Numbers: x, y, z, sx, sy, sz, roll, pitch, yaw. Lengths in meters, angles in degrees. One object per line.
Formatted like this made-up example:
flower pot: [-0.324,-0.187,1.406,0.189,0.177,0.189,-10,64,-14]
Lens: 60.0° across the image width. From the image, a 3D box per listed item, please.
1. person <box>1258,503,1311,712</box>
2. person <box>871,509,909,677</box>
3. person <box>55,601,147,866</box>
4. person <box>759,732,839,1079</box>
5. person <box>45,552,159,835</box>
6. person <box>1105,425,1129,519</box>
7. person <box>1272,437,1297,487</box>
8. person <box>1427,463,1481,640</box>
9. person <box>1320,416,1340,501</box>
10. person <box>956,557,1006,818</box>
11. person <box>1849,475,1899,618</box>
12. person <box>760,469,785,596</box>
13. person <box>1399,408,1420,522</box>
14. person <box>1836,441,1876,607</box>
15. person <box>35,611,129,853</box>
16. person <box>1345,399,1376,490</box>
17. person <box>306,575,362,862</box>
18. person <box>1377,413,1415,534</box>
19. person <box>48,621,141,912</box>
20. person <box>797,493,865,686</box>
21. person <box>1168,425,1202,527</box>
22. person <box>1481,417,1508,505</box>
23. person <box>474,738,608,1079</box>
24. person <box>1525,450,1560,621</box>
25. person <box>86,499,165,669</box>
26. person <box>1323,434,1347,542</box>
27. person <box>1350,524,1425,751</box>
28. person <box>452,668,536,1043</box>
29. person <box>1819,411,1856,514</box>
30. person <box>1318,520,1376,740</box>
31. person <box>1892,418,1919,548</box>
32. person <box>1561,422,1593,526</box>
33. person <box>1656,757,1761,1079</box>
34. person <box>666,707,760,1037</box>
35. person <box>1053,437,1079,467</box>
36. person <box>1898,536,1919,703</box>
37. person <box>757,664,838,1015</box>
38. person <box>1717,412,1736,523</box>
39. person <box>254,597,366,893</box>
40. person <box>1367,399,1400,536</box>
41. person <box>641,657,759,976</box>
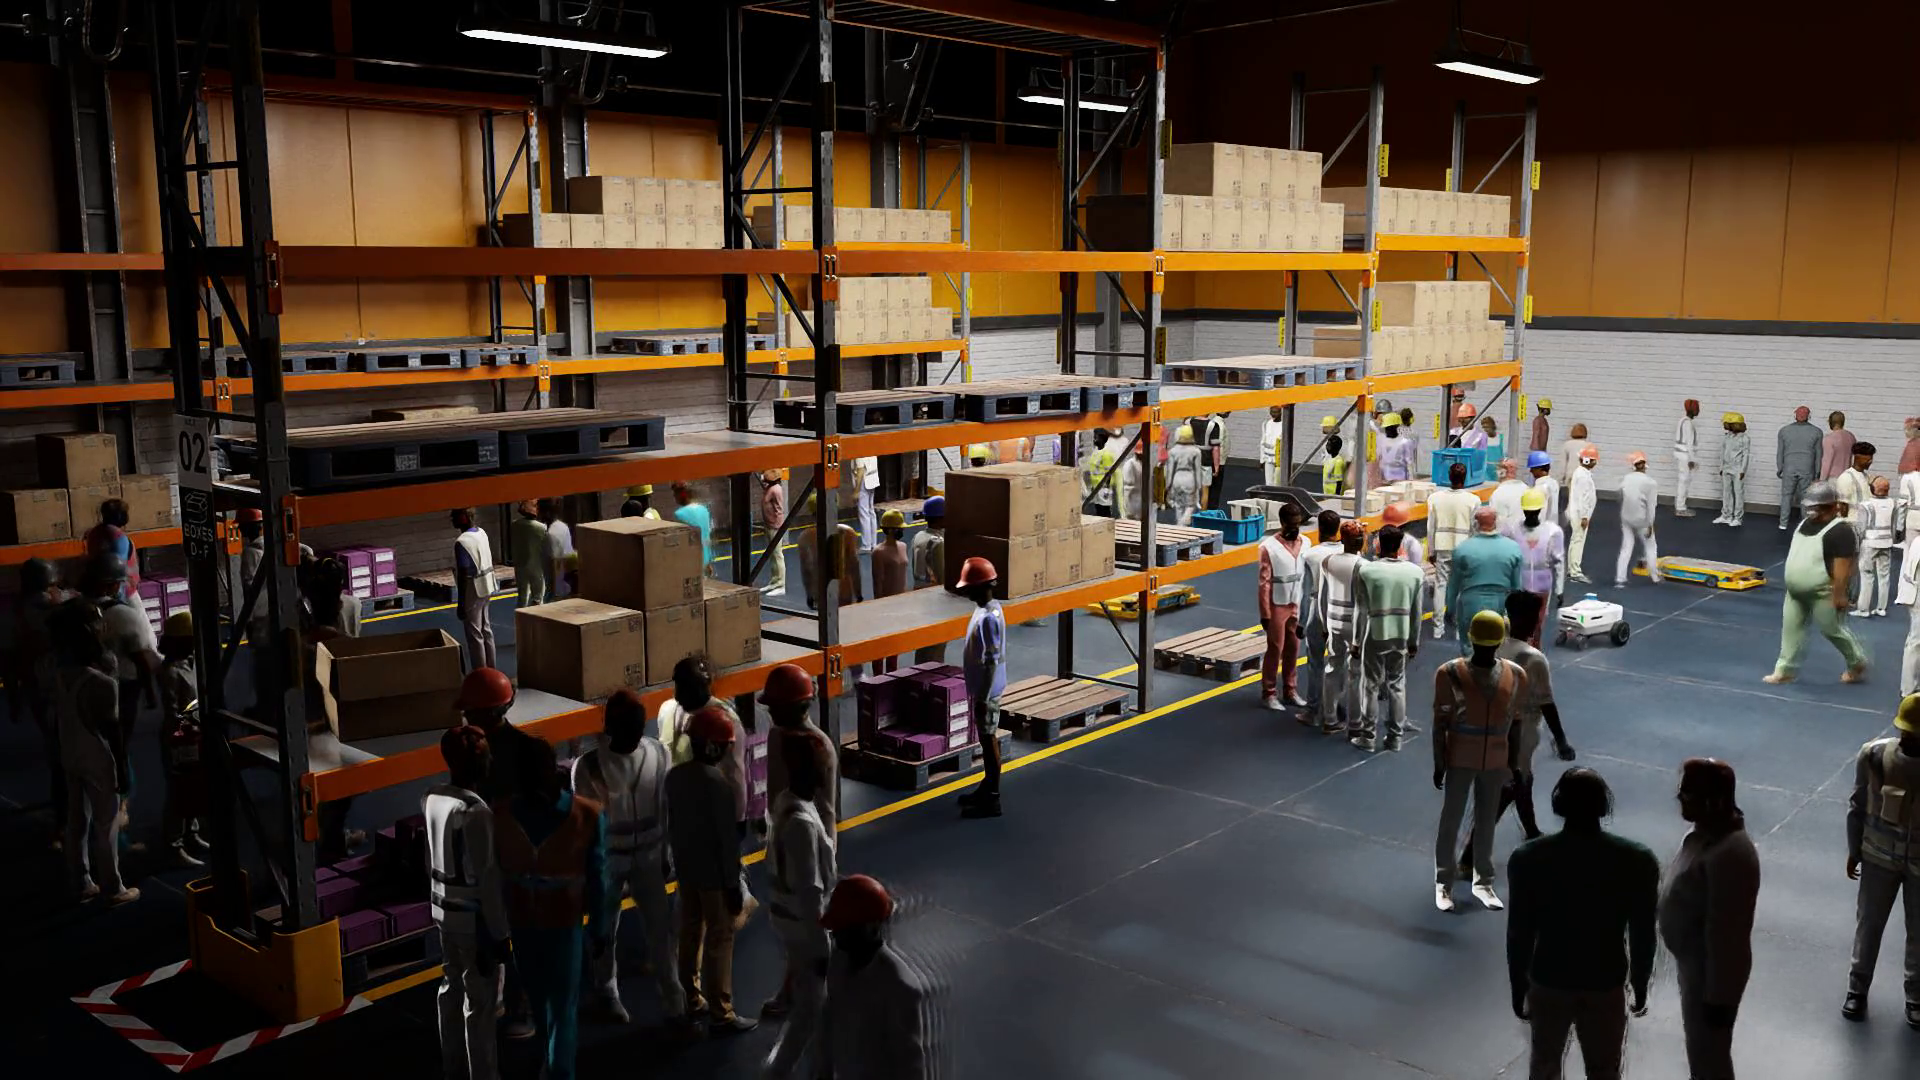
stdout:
person: [2.934,0.603,15.099,0.597,1.908,0.402,-6,11,-34]
person: [-0.633,0.584,15.618,0.314,1.769,0.524,6,11,31]
person: [-5.784,1.321,11.072,0.544,1.813,0.607,4,10,22]
person: [-0.717,1.838,7.913,0.658,1.863,0.610,-1,10,-8]
person: [-6.093,1.058,11.966,0.688,2.000,0.705,2,10,14]
person: [2.428,-1.077,26.045,0.519,1.580,0.849,-2,10,-14]
person: [4.263,-0.476,21.980,0.336,1.761,0.523,7,12,37]
person: [5.314,0.124,17.911,0.593,1.920,0.392,6,11,33]
person: [5.620,-1.025,25.333,0.322,1.737,0.488,6,11,31]
person: [0.155,1.074,12.200,0.364,1.933,0.543,0,10,-2]
person: [10.447,0.080,18.998,0.513,1.642,0.311,-2,10,-11]
person: [-2.298,-0.138,20.320,0.280,1.633,0.503,-4,10,-23]
person: [6.838,-1.126,25.682,0.513,1.820,0.980,5,11,27]
person: [10.581,-0.199,19.698,0.603,1.964,0.368,-9,13,-43]
person: [-6.203,1.286,11.749,0.529,1.660,0.853,-1,10,-4]
person: [6.488,-1.379,27.060,0.702,1.876,0.589,6,11,34]
person: [-4.295,1.208,11.361,0.650,1.974,0.483,4,10,25]
person: [6.199,-0.882,23.995,0.844,1.885,0.590,-5,11,-27]
person: [-5.440,1.418,10.431,0.504,1.840,0.341,3,10,18]
person: [-1.226,0.485,15.893,0.671,1.864,0.580,1,10,8]
person: [3.232,-0.801,24.041,0.523,1.712,0.538,5,11,27]
person: [7.847,-0.932,24.625,0.631,1.792,0.660,1,10,6]
person: [-1.975,1.830,7.918,0.596,1.878,0.933,0,10,1]
person: [6.580,-0.050,18.889,0.402,1.938,0.604,6,11,33]
person: [-8.147,0.486,16.143,0.627,1.792,0.976,6,11,34]
person: [5.186,-0.622,23.047,0.320,1.695,0.534,-1,10,-4]
person: [3.548,0.818,13.812,0.604,1.906,0.407,-2,10,-13]
person: [-2.411,1.631,8.696,0.612,1.991,0.392,5,11,27]
person: [12.558,-0.885,23.877,0.634,1.936,0.351,-5,11,-28]
person: [3.317,0.765,14.187,0.355,1.883,0.574,-8,12,-39]
person: [13.462,-0.797,23.519,0.417,1.880,0.661,9,13,44]
person: [9.406,-0.990,25.417,0.527,1.615,0.514,-8,13,-41]
person: [3.309,1.894,7.426,0.397,1.898,0.672,3,10,18]
person: [-1.310,1.737,8.789,0.352,1.746,0.581,-9,13,-42]
person: [1.626,-1.012,25.523,0.514,1.641,0.309,-8,12,-39]
person: [8.857,0.602,15.307,0.394,1.836,0.561,4,10,23]
person: [-0.866,1.619,8.799,0.410,1.985,0.613,-7,12,-35]
person: [11.993,-1.130,25.949,0.325,1.736,0.487,5,11,29]
person: [-4.298,1.306,10.959,0.625,1.889,0.983,5,11,30]
person: [6.295,-1.085,24.764,0.689,2.000,0.539,-4,10,-23]
person: [-1.513,1.549,9.780,0.621,1.806,0.964,8,12,40]
